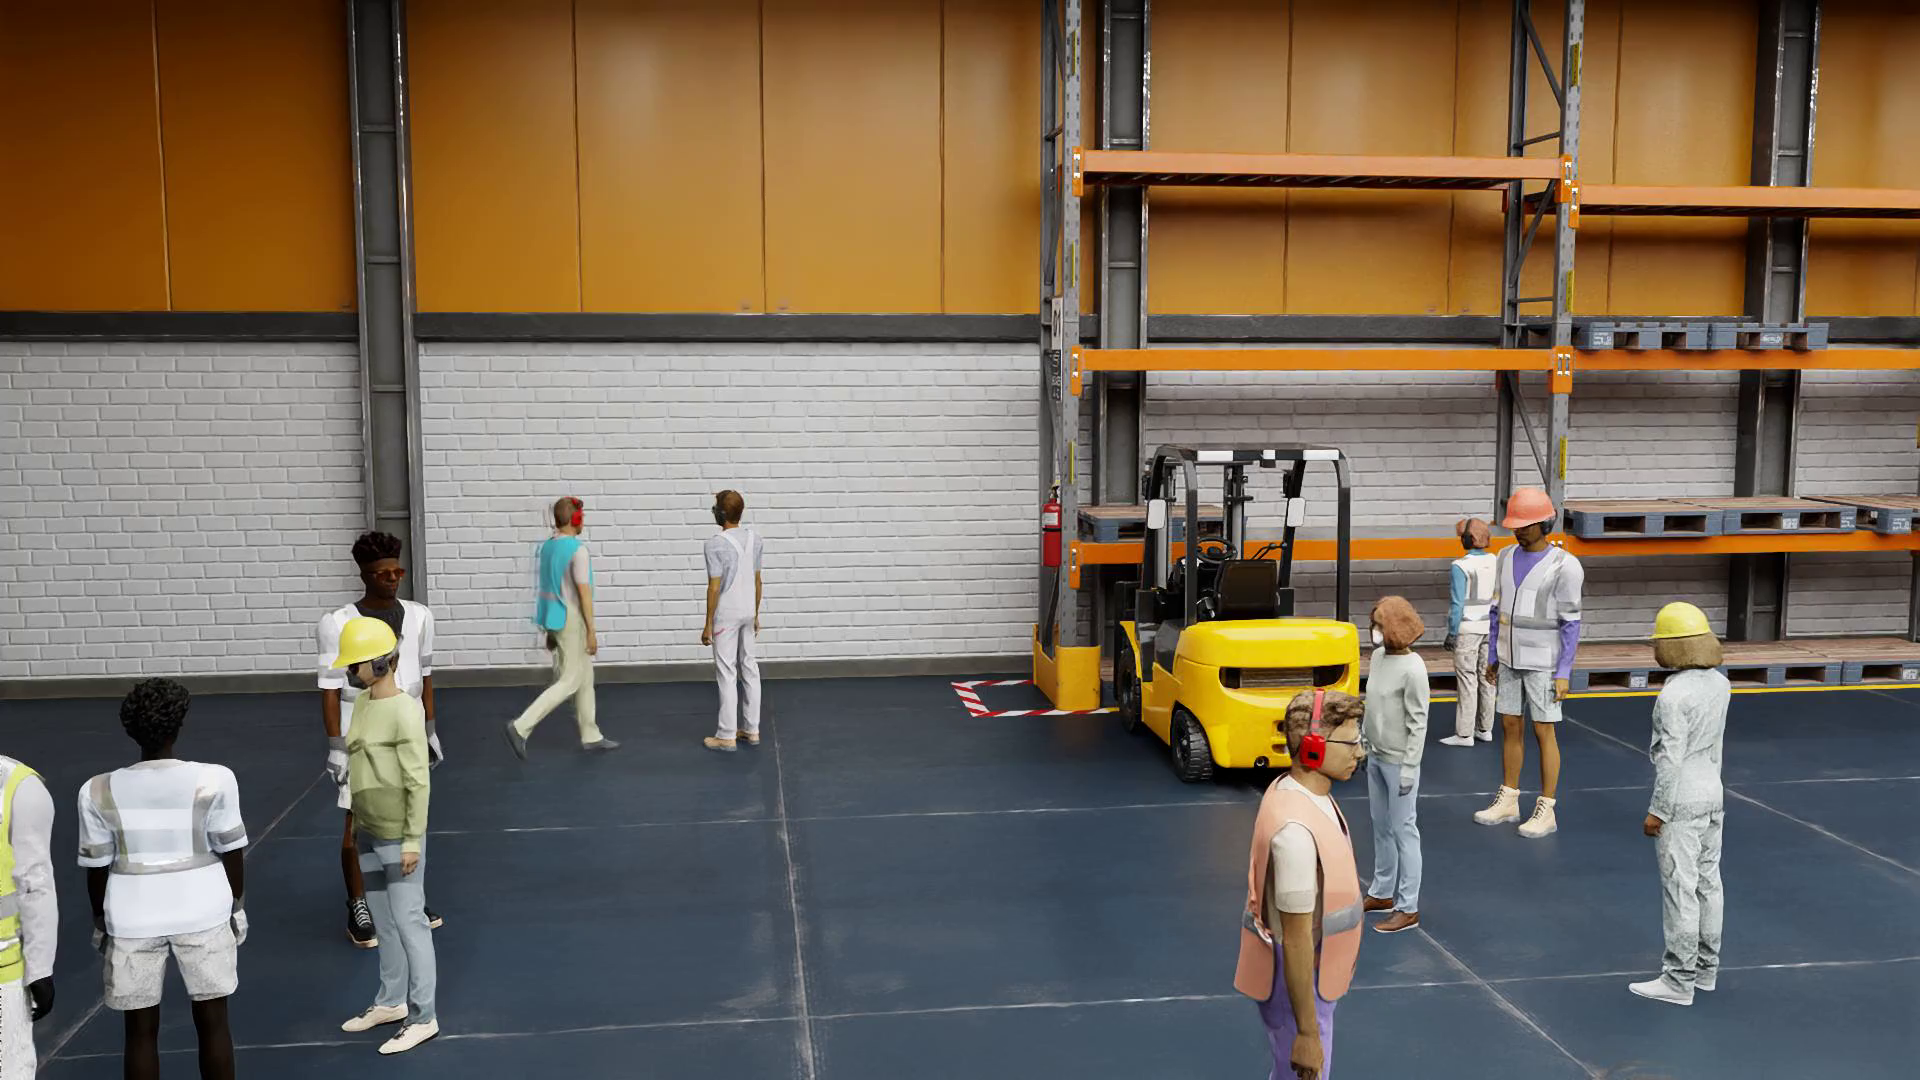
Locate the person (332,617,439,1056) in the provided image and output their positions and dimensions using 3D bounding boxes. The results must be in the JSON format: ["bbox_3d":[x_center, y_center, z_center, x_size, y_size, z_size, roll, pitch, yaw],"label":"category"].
[{"bbox_3d":[-2.335,1.180,6.721,0.322,1.759,0.535,-6,9,-44],"label":"person"}]

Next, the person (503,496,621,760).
[{"bbox_3d":[-2.766,0.612,11.464,0.804,1.815,0.597,-5,8,-35],"label":"person"}]

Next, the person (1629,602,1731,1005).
[{"bbox_3d":[3.129,1.133,7.231,0.483,1.736,0.312,-5,8,-39],"label":"person"}]

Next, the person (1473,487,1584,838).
[{"bbox_3d":[3.299,0.705,9.684,0.388,2.034,0.605,-4,8,-31],"label":"person"}]

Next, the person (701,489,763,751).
[{"bbox_3d":[-1.613,0.562,11.750,0.343,1.846,0.507,5,8,39],"label":"person"}]

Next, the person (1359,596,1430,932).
[{"bbox_3d":[2.104,1.081,8.127,0.289,1.633,0.498,-2,7,-14],"label":"person"}]

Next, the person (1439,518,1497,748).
[{"bbox_3d":[3.644,0.657,11.819,0.512,1.637,0.307,-5,8,-38],"label":"person"}]

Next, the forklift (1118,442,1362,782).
[{"bbox_3d":[1.912,0.418,11.496,1.214,2.155,2.313,-1,7,-8],"label":"forklift"}]

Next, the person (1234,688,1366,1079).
[{"bbox_3d":[1.003,1.343,4.915,0.376,1.841,0.571,1,7,13],"label":"person"}]

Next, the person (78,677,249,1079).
[{"bbox_3d":[-2.738,1.319,5.762,0.529,1.697,0.321,-2,7,-19],"label":"person"}]

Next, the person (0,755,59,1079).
[{"bbox_3d":[-3.105,1.332,5.096,0.646,1.829,0.429,-1,7,-9],"label":"person"}]

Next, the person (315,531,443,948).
[{"bbox_3d":[-2.762,0.934,7.971,0.367,1.965,0.607,5,8,38],"label":"person"}]
